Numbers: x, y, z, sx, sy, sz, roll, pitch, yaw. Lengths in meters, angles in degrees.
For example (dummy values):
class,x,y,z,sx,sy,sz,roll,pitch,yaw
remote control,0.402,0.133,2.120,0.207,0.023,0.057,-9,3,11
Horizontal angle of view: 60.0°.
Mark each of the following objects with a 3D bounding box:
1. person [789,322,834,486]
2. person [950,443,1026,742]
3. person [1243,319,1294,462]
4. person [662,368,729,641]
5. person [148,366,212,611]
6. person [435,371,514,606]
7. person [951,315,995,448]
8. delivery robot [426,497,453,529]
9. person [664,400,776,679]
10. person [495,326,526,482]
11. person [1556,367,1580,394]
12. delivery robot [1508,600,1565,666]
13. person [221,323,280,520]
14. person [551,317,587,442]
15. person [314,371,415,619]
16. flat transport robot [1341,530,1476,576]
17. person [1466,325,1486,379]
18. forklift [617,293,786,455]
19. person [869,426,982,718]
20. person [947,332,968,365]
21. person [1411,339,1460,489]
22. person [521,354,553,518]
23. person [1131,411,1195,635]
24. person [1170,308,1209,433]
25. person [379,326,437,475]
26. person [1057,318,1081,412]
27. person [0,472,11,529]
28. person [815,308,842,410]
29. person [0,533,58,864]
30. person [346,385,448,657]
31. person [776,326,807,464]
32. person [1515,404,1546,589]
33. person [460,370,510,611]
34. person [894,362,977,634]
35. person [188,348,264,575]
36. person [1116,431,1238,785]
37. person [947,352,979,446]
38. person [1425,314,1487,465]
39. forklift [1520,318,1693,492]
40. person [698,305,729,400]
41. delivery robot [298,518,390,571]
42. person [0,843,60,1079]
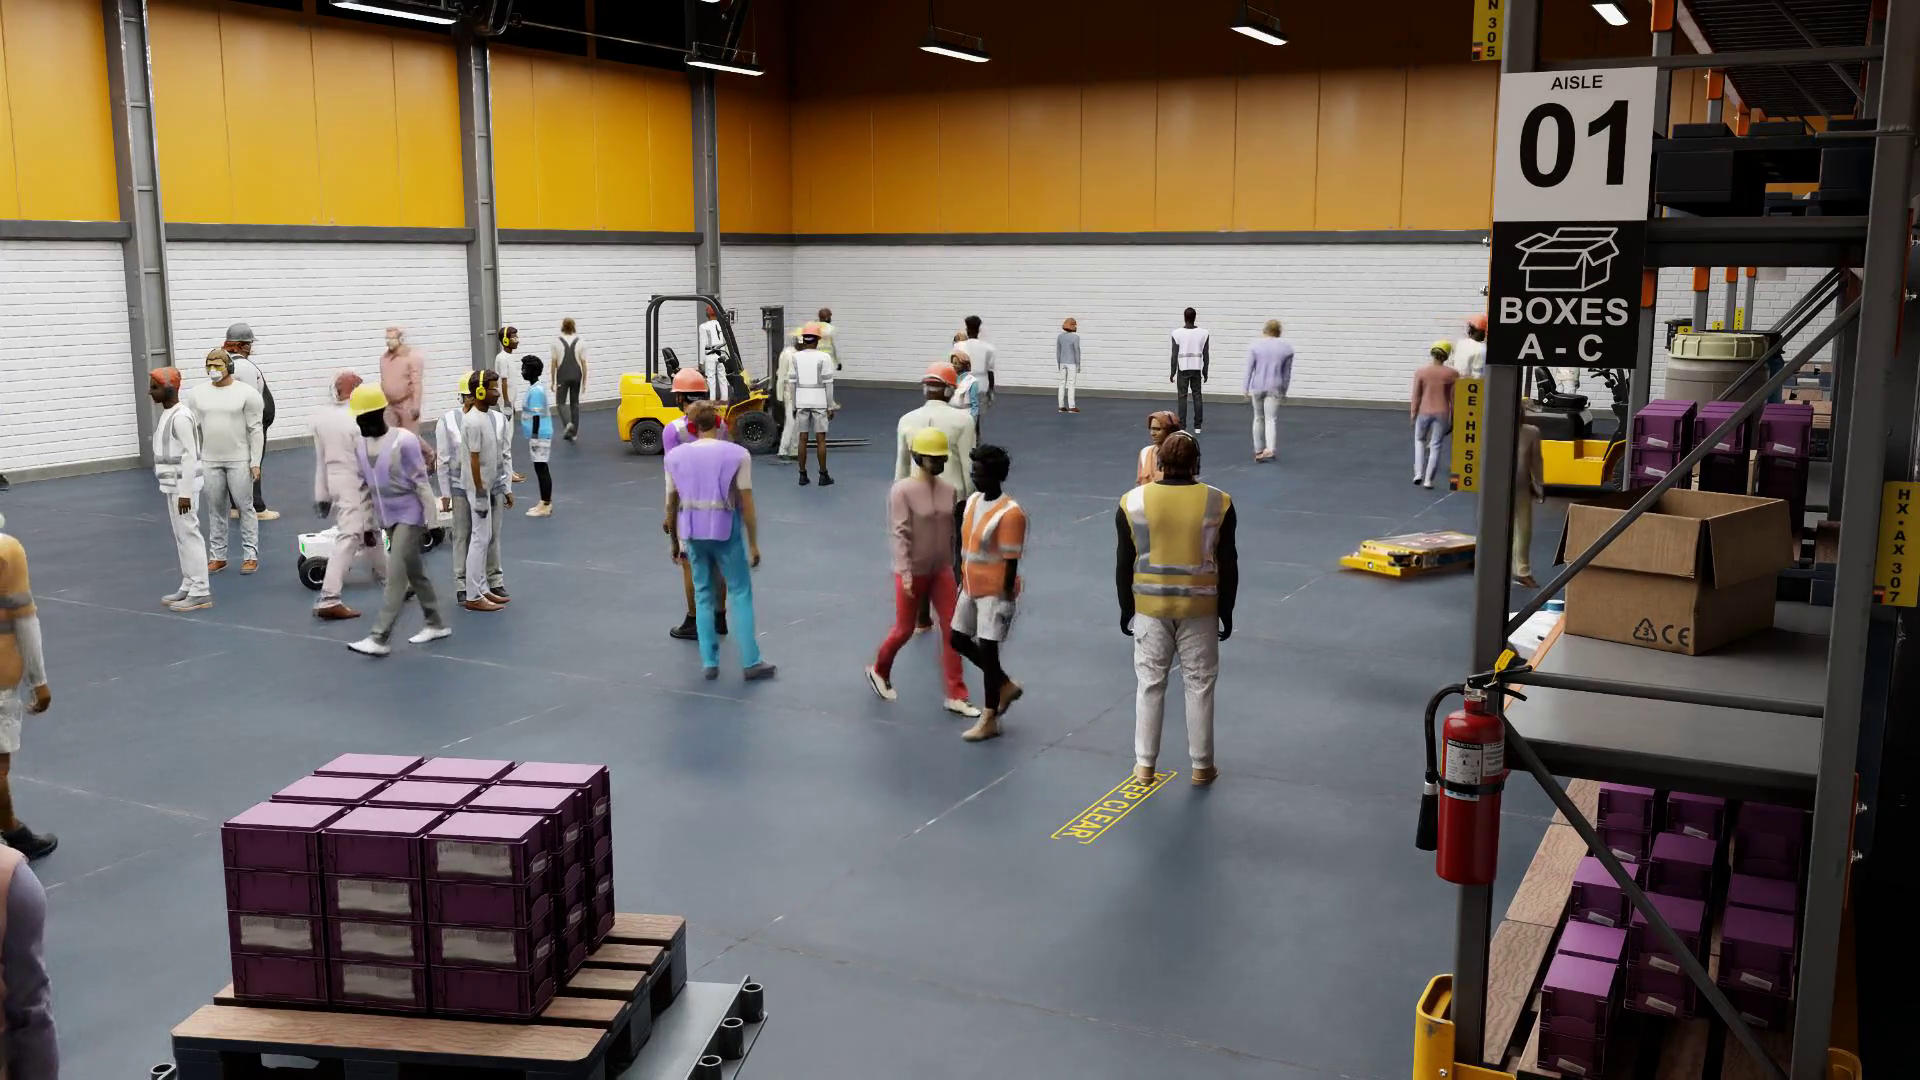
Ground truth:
class,x,y,z,sx,sy,sz,roll,pitch,yaw
person,-1.746,-1.602,19.674,0.542,1.930,0.367,2,10,13
person,0.173,0.286,9.432,0.413,1.683,0.549,-6,11,-30
person,4.052,-1.966,21.941,0.640,1.891,0.841,2,10,14
person,-1.903,-0.257,11.860,0.376,1.935,0.550,9,13,41
person,-6.017,-0.397,12.822,0.337,1.882,0.585,-7,12,-33
person,-3.785,-0.408,13.041,0.590,1.833,0.403,-6,12,-33
person,0.187,-1.989,21.914,0.626,1.937,0.792,-4,11,-23
delivery robot,-5.003,-0.242,15.504,0.477,0.478,0.707,5,11,24
person,-1.590,0.001,10.764,0.658,1.805,0.421,2,10,9
person,-5.427,-1.635,20.033,0.332,1.872,0.514,-2,10,-11
person,9.228,-2.424,25.267,0.310,1.642,0.514,-3,10,-16
delivery robot,3.756,0.622,10.499,0.477,0.478,0.707,-4,11,-22
person,-7.342,-1.224,17.161,0.689,2.000,0.539,8,13,39
person,-5.675,-2.321,24.129,0.534,1.824,0.446,-4,11,-22
person,-4.538,-0.353,12.670,0.732,1.845,0.990,8,13,39
flat transport robot,4.086,0.104,14.590,1.431,0.197,0.652,-7,12,-35
person,6.654,-1.907,21.570,0.545,1.891,0.874,2,10,9
forklift,-3.588,-2.317,23.042,2.313,2.155,1.214,-1,10,-5
person,-0.233,0.166,9.989,0.527,1.727,0.825,-8,13,-39
person,0.010,-2.103,23.429,0.497,1.633,0.284,6,11,31
person,5.544,-1.471,19.444,0.541,1.733,0.538,2,10,11
person,-4.409,-1.085,17.359,0.319,1.694,0.538,-2,10,-12
person,1.452,-0.102,11.824,0.314,1.639,0.517,-8,13,-40
person,3.499,-2.575,25.340,0.596,1.915,0.374,-1,10,-7
person,-6.674,-1.634,20.002,0.647,1.883,0.723,3,10,18
person,1.889,-3.022,28.748,0.281,1.631,0.505,-9,14,-43
person,-8.000,-0.484,13.441,0.453,1.844,0.527,-4,11,-23
person,-2.345,-3.109,28.766,0.639,1.807,0.913,7,12,37
person,-4.254,0.583,7.111,0.554,1.907,0.880,1,10,4
person,-3.923,-0.141,11.434,0.608,1.853,0.939,7,12,35
person,-2.103,-1.885,21.698,0.413,1.797,0.655,8,13,38
person,4.493,-0.381,13.558,0.557,1.597,0.358,-1,10,-6
person,-3.672,-0.378,12.817,0.329,1.857,0.505,-2,10,-10
person,-0.176,-0.290,11.962,0.652,1.965,0.522,5,11,25
person,-6.270,-0.665,14.224,0.632,1.940,0.372,0,10,-2
person,1.115,0.357,8.588,0.626,1.844,0.429,2,10,10
person,0.008,-1.297,18.747,0.512,1.641,0.307,9,13,43
person,6.288,-1.848,20.925,0.849,1.994,0.676,-4,11,-21
forklift,7.066,-1.601,18.899,2.313,2.155,1.214,5,11,27
person,-4.166,-3.048,28.183,0.573,1.882,0.355,-8,12,-37
delivery robot,-5.104,0.051,13.805,0.707,0.478,0.477,-4,11,-23
person,-2.147,1.261,3.347,0.626,1.846,0.429,-6,11,-31
